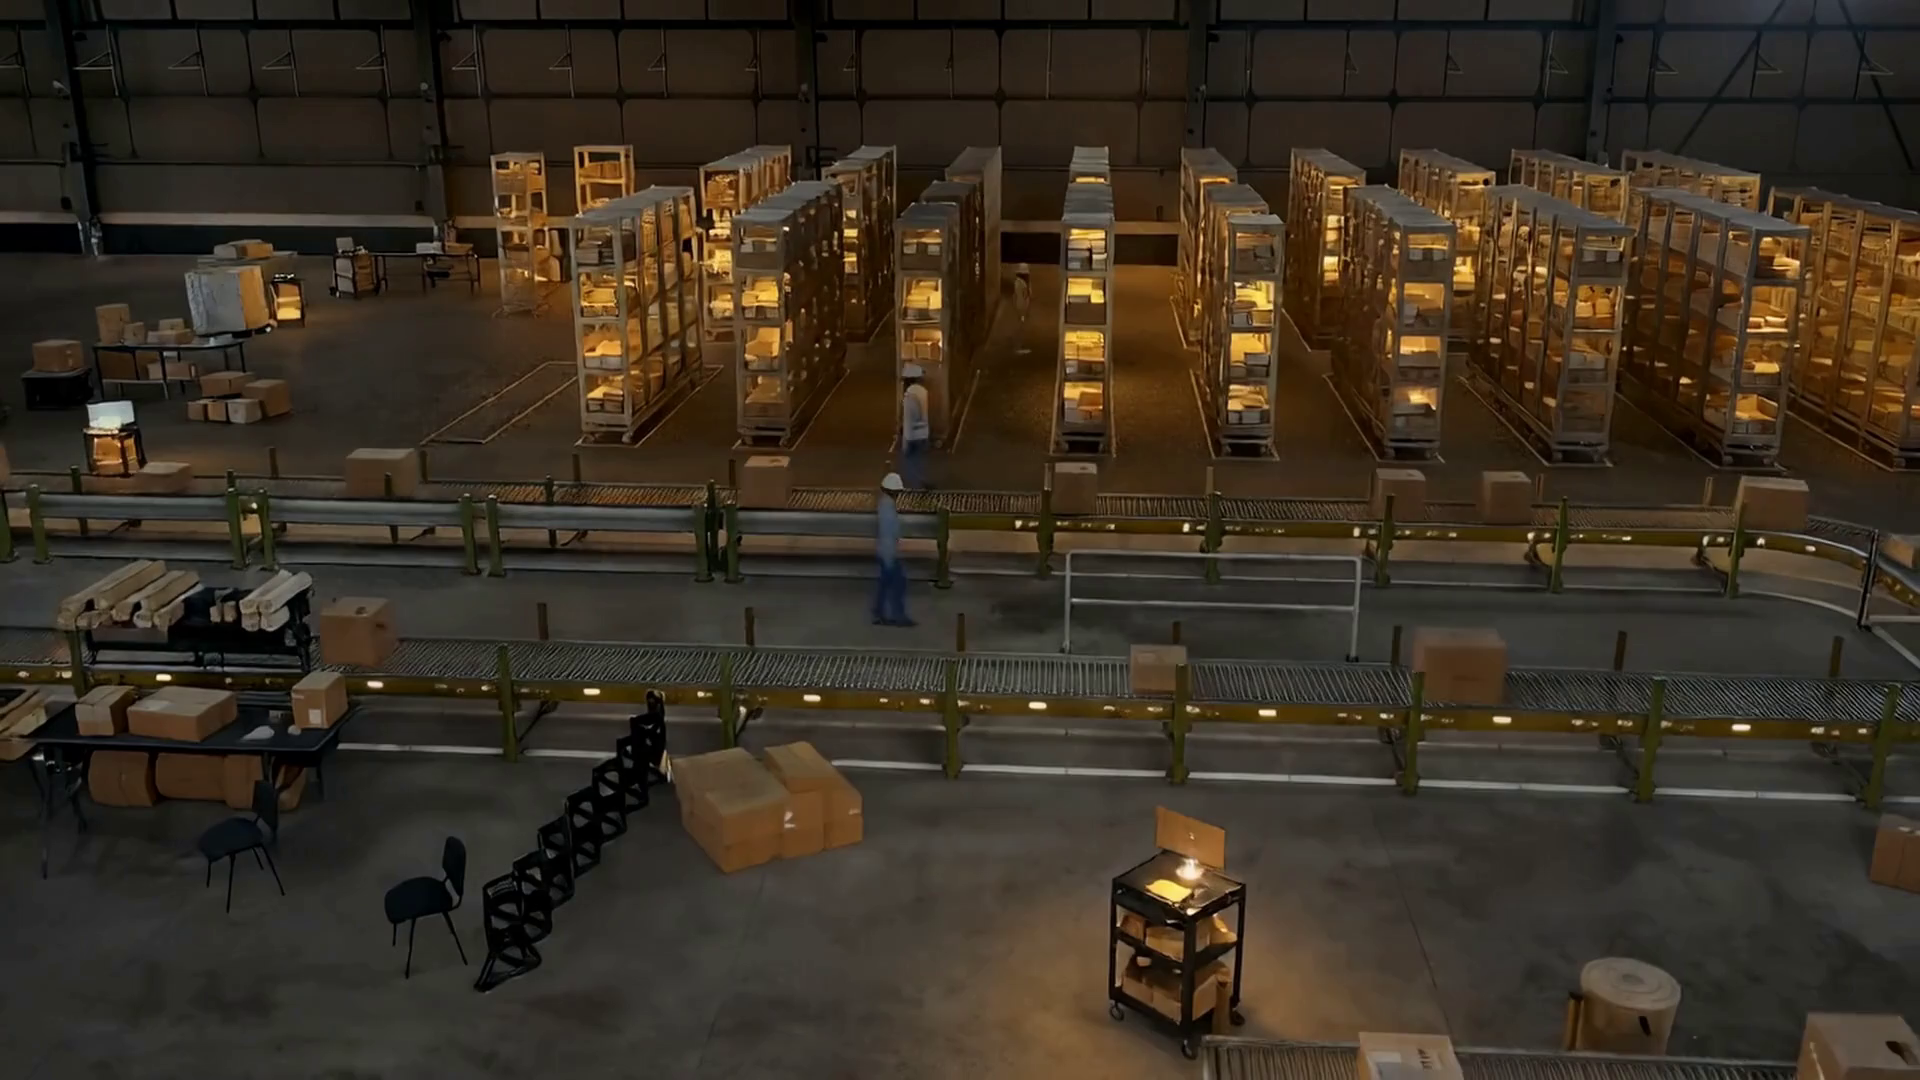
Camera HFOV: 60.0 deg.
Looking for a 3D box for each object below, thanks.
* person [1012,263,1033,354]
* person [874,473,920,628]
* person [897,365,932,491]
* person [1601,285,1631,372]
[{"bbox_3d":[1.263,-4.614,33.222,0.431,1.818,0.628,-1,18,-2],"label":"person"},{"bbox_3d":[-0.680,0.115,18.322,0.654,1.745,0.553,-1,18,-3],"label":"person"},{"bbox_3d":[-0.649,-1.471,23.067,0.462,1.931,0.644,7,19,22],"label":"person"},{"bbox_3d":[12.351,-4.036,31.372,0.389,1.837,0.560,-13,21,-35],"label":"person"}]
